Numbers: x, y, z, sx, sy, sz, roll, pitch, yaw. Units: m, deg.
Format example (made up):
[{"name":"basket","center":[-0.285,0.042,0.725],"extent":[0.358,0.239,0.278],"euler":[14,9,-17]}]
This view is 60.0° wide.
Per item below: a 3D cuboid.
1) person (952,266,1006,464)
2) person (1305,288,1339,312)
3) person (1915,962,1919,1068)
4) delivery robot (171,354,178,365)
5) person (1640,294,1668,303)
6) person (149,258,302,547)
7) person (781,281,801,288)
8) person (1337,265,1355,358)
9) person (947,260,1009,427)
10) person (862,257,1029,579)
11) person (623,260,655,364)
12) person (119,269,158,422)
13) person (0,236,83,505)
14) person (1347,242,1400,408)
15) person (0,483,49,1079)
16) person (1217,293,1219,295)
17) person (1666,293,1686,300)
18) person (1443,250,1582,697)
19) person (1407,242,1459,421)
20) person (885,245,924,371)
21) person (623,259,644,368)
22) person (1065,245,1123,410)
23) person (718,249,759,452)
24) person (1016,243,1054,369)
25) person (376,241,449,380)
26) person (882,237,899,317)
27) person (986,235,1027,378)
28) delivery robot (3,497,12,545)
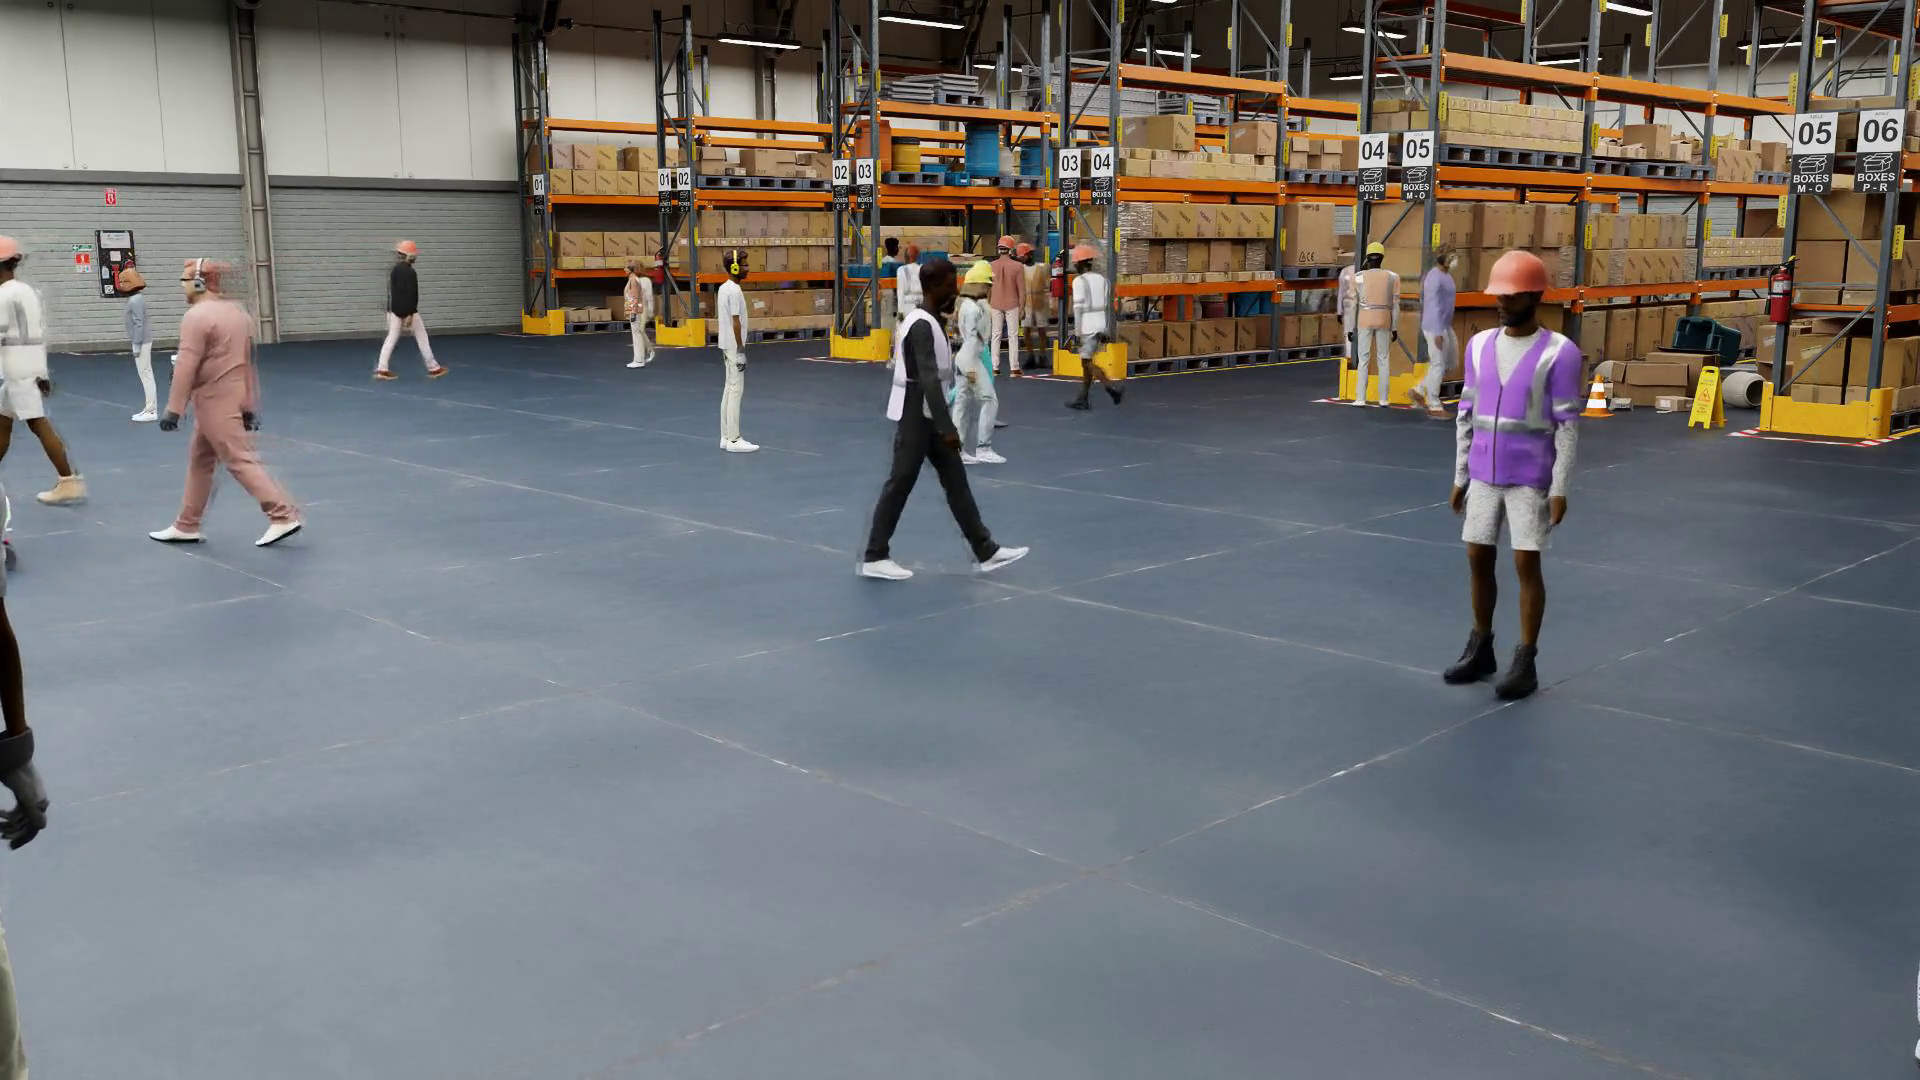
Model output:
[{"name":"person","center":[0.190,-1.523,14.567],"extent":[0.621,1.719,0.512],"euler":[-1,10,-7]},{"name":"person","center":[6.629,-4.502,30.390],"extent":[0.711,1.899,0.368],"euler":[-2,11,-9]},{"name":"person","center":[2.489,0.469,3.958],"extent":[0.314,1.641,0.515],"euler":[8,13,36]},{"name":"delivery robot","center":[-10.202,-2.390,22.374],"extent":[0.707,0.478,0.477],"euler":[-7,12,-33]},{"name":"person","center":[13.397,-4.898,32.133],"extent":[0.607,2.044,0.378],"euler":[8,13,36]},{"name":"person","center":[-4.791,-0.886,10.776],"extent":[1.004,1.864,0.656],"euler":[-1,10,-5]},{"name":"person","center":[-3.461,-5.197,34.316],"extent":[0.592,1.833,0.449],"euler":[9,14,41]},{"name":"person","center":[5.696,-3.225,23.605],"extent":[0.650,1.822,0.518],"euler":[4,11,22]},{"name":"person","center":[0.139,-2.056,17.437],"extent":[0.693,1.741,0.530],"euler":[0,10,3]},{"name":"person","center":[-0.118,-0.689,9.668],"extent":[1.001,1.867,0.615],"euler":[2,11,11]},{"name":"person","center":[-5.007,-3.540,25.878],"extent":[0.511,1.623,0.333],"euler":[9,14,39]},{"name":"person","center":[-8.914,-2.112,18.054],"extent":[0.281,1.633,0.498],"euler":[-4,11,-22]},{"name":"person","center":[-7.103,-1.242,12.328],"extent":[1.026,1.988,0.637],"euler":[-2,11,-11]},{"name":"person","center":[4.826,-2.507,19.436],"extent":[0.585,1.917,0.381],"euler":[1,10,6]},{"name":"person","center":[-2.132,0.477,3.338],"extent":[0.510,1.861,0.311],"euler":[-8,13,-39]},{"name":"person","center":[6.445,-6.620,42.200],"extent":[0.923,1.787,0.589],"euler":[9,14,41]},{"name":"person","center":[14.978,-5.330,34.808],"extent":[0.545,1.929,0.389],"euler":[-2,11,-9]},{"name":"person","center":[2.401,-0.289,7.291],"extent":[0.378,1.935,0.553],"euler":[-9,14,-41]},{"name":"person","center":[5.205,-2.273,18.138],"extent":[0.499,1.923,0.633],"euler":[6,12,31]},{"name":"person","center":[-0.772,-3.375,24.329],"extent":[0.614,1.851,0.875],"euler":[-8,13,-37]},{"name":"person","center":[-4.947,-3.433,25.252],"extent":[0.307,1.637,0.525],"euler":[-2,11,-11]},{"name":"person","center":[1.553,-2.426,19.059],"extent":[0.777,1.904,0.553],"euler":[9,14,40]},{"name":"person","center":[-2.096,-1.768,15.564],"extent":[0.311,1.859,0.532],"euler":[-4,11,-20]},{"name":"person","center":[1.124,-3.528,25.108],"extent":[0.633,1.885,0.556],"euler":[1,10,8]},{"name":"person","center":[-7.763,-3.216,23.300],"extent":[0.606,1.935,1.082],"euler":[8,13,37]},{"name":"person","center":[-1.212,-4.342,29.305],"extent":[0.364,1.965,0.609],"euler":[-4,11,-21]},{"name":"person","center":[0.652,-3.313,23.620],"extent":[0.620,1.994,0.381],"euler":[3,11,18]},{"name":"delivery robot","center":[-6.095,-0.117,9.968],"extent":[0.707,0.478,0.477],"euler":[-7,13,-32]}]
